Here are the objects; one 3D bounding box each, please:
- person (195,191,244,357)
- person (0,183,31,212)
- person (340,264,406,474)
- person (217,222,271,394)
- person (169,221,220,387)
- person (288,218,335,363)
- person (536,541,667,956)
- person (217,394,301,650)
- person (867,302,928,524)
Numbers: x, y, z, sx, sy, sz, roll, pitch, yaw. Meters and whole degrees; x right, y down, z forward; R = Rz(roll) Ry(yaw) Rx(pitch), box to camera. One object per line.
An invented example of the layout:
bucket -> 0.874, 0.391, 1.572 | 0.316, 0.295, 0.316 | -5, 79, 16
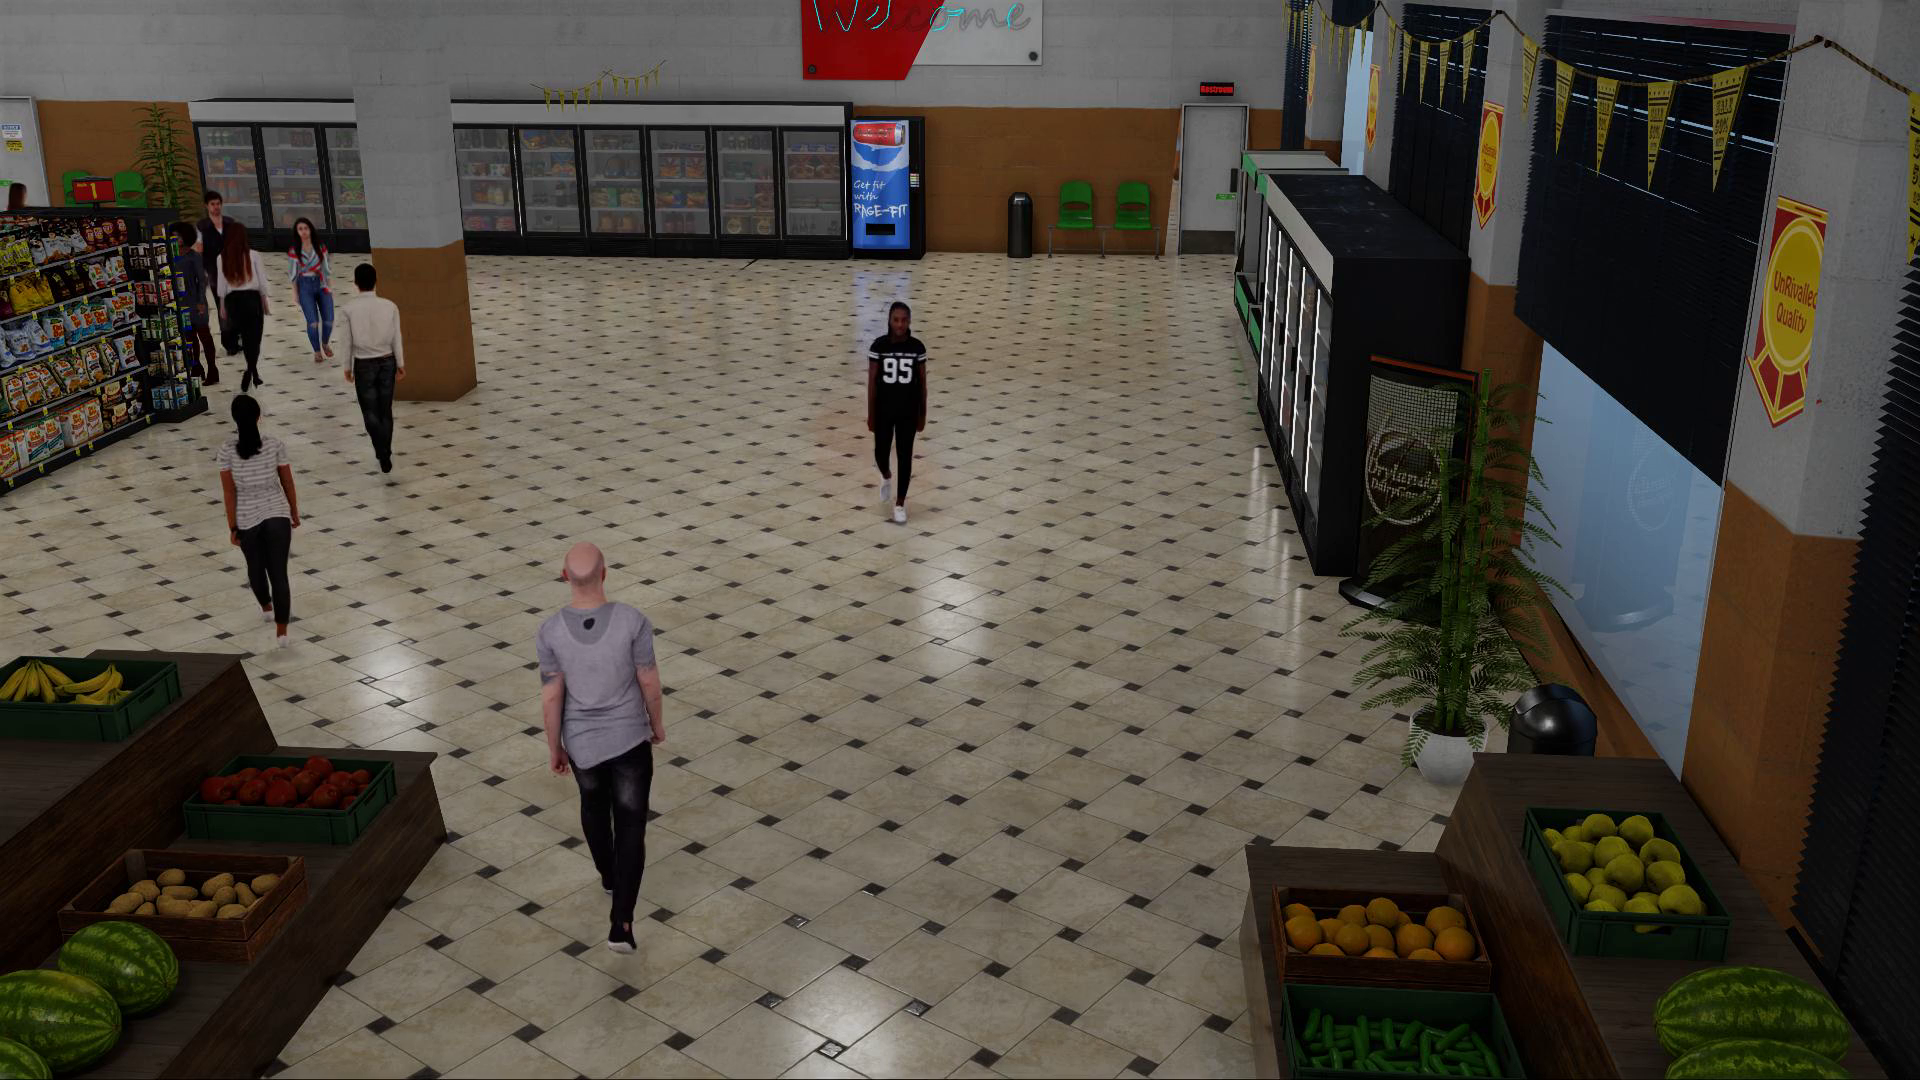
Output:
person -> -8.402, -3.037, 18.940 | 0.956, 1.827, 1.002 | -17, 25, -42
person -> -11.708, -3.616, 20.885 | 0.758, 1.680, 0.681 | 4, 19, 10
person -> -5.012, -1.445, 14.274 | 1.009, 1.791, 1.163 | -9, 21, -26
person -> -7.302, -2.331, 16.987 | 0.817, 1.736, 1.141 | -4, 19, -11
person -> -8.082, -2.491, 17.502 | 0.662, 1.711, 0.645 | 9, 21, 25
person -> -7.236, -2.801, 18.591 | 0.718, 1.602, 0.744 | -9, 21, -25
person -> -1.543, 0.924, 7.235 | 0.735, 1.798, 1.264 | 0, 19, 0
person -> -4.402, -0.076, 10.520 | 0.963, 1.596, 1.195 | -9, 20, -24
person -> -0.511, -1.025, 13.137 | 0.727, 1.721, 0.878 | -2, 19, -7
